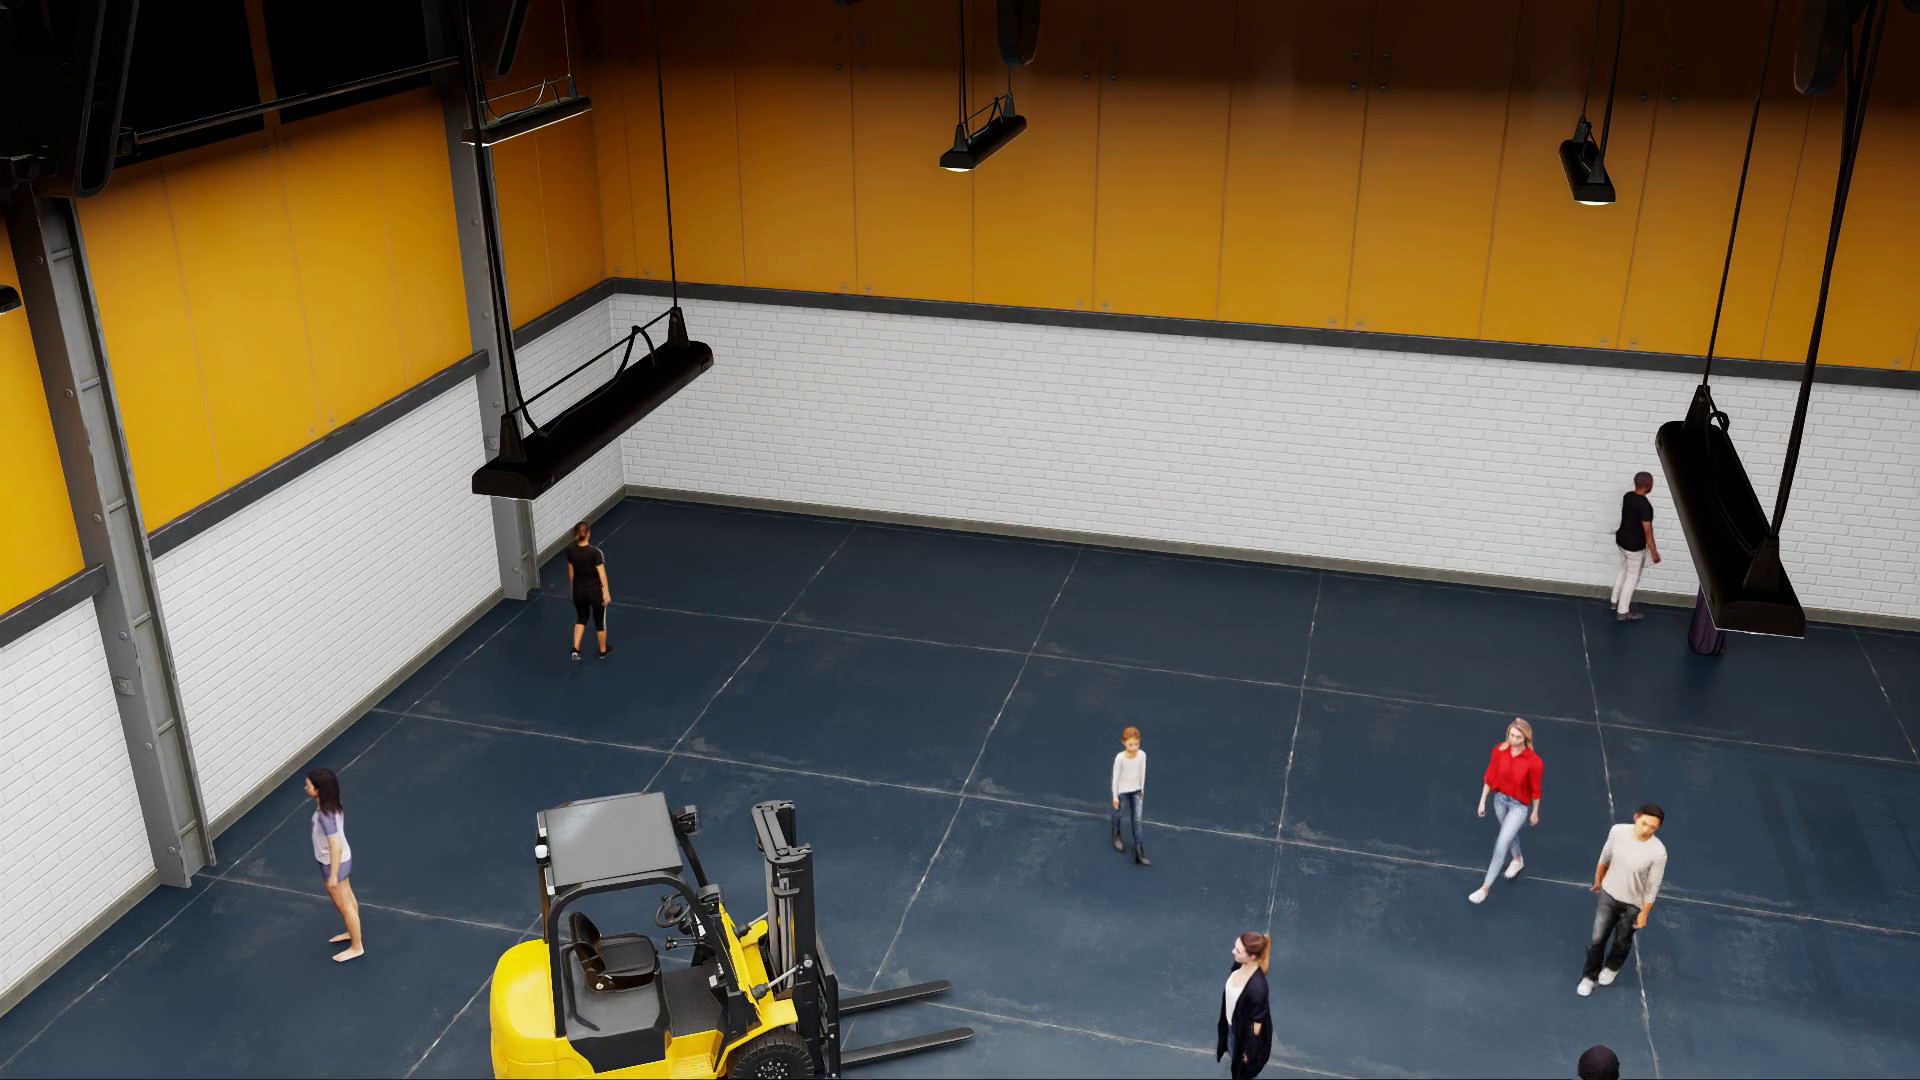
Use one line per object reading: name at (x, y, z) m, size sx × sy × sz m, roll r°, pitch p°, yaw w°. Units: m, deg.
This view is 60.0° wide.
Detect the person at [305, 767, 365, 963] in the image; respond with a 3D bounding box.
person at (-5.026, 2.580, 13.370) m, size 0.722 × 1.734 × 0.629 m, roll -9°, pitch 25°, yaw -19°

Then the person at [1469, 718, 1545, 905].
person at (4.735, 2.260, 14.208) m, size 1.234 × 1.650 × 1.020 m, roll -22°, pitch 32°, yaw -40°

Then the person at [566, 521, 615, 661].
person at (-4.049, 0.591, 18.015) m, size 0.592 × 1.657 × 0.839 m, roll 6°, pitch 24°, yaw 14°

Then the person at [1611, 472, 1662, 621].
person at (7.661, 0.072, 19.023) m, size 0.834 × 1.801 × 0.740 m, roll -2°, pitch 24°, yaw -5°

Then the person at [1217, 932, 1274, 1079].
person at (1.991, 3.415, 11.524) m, size 0.776 × 1.683 × 0.651 m, roll -4°, pitch 24°, yaw -10°

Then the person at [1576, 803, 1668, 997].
person at (5.178, 2.740, 12.953) m, size 0.958 × 1.776 × 0.879 m, roll -17°, pitch 29°, yaw -33°

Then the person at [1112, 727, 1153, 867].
person at (1.463, 2.208, 14.773) m, size 0.772 × 1.293 × 0.923 m, roll -8°, pitch 25°, yaw -17°
